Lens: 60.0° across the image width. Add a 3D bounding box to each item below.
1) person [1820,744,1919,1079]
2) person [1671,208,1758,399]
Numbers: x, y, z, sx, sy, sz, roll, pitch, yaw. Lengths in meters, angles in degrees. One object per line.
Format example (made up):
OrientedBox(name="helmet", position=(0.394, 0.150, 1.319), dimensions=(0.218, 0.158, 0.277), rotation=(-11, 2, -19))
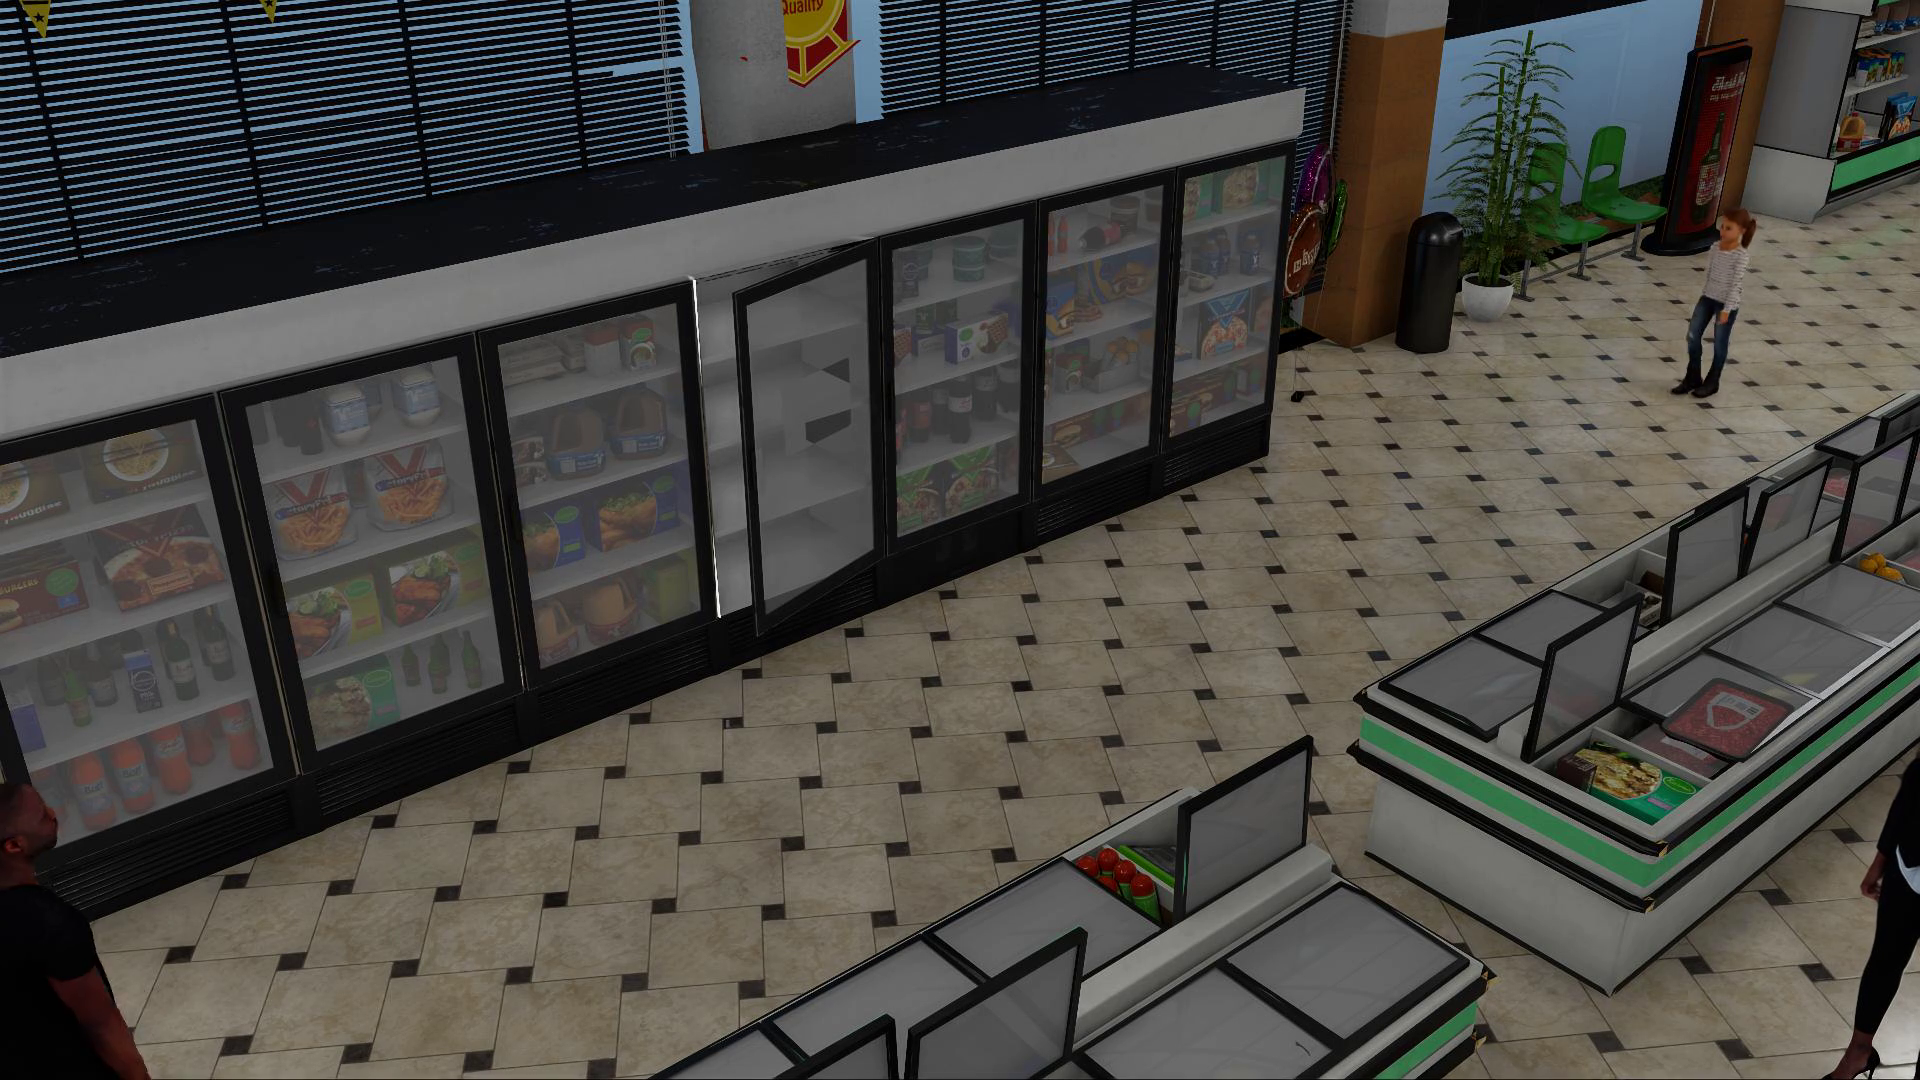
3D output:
OrientedBox(name="person", position=(3.092, 1.119, 5.233), dimensions=(0.616, 1.834, 0.660), rotation=(-11, 29, -20))
OrientedBox(name="person", position=(5.138, -1.553, 11.156), dimensions=(0.608, 1.242, 0.522), rotation=(-14, 30, -26))
